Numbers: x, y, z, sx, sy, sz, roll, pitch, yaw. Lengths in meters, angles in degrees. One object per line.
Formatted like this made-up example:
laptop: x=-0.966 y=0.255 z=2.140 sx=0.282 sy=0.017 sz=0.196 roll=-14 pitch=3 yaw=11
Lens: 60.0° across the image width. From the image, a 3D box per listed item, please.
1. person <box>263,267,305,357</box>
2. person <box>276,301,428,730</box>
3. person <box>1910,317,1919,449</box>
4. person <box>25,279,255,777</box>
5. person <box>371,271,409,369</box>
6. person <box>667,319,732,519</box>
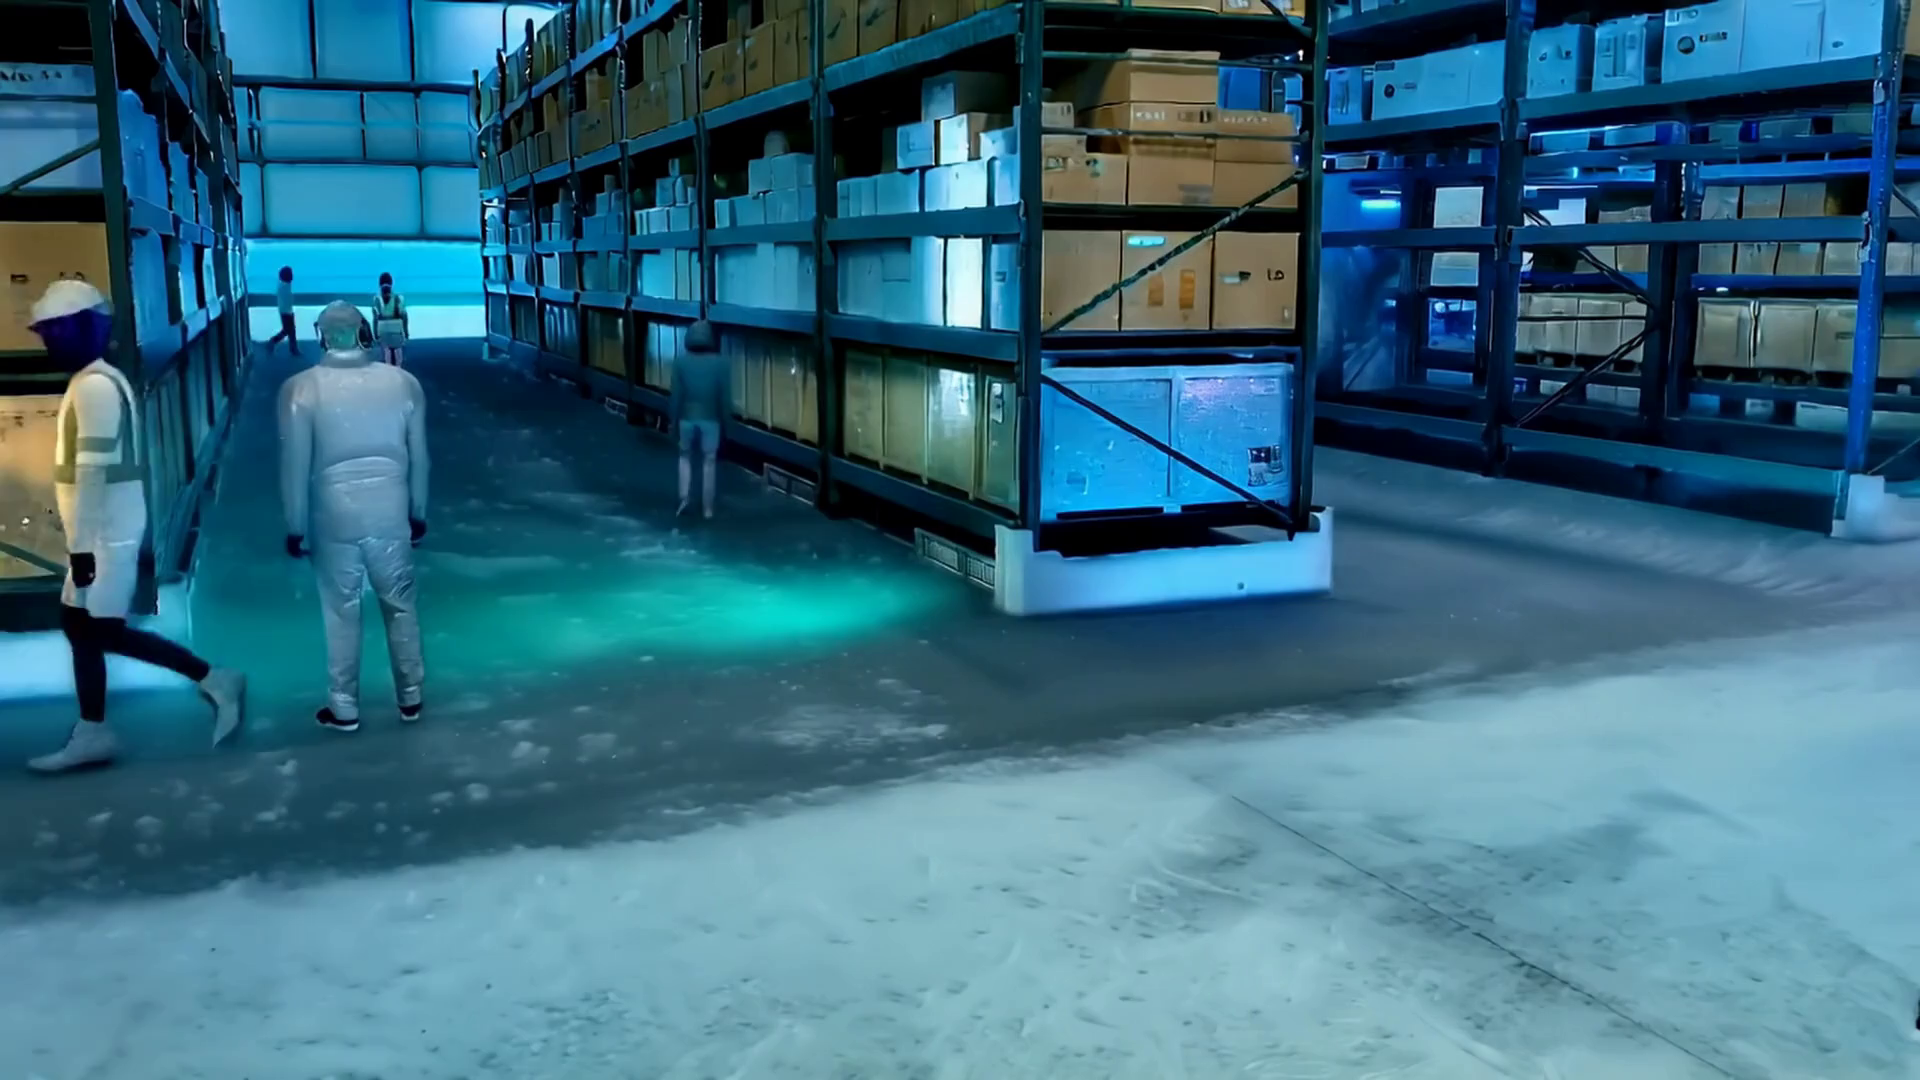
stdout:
person: x=-14.853 y=-4.979 z=36.422 sx=0.750 sy=1.973 sz=0.621 roll=-4 pitch=10 yaw=-24
person: x=-2.704 y=-0.109 z=7.440 sx=0.642 sy=1.905 sz=0.401 roll=-6 pitch=11 yaw=-34
person: x=10.201 y=-1.742 z=17.171 sx=0.581 sy=1.915 sz=0.679 roll=-4 pitch=10 yaw=-20
person: x=-3.414 y=-0.053 z=6.796 sx=0.799 sy=2.011 sz=0.631 roll=-5 pitch=11 yaw=-28
person: x=-9.490 y=-3.505 z=27.729 sx=0.581 sy=1.916 sz=0.639 roll=-4 pitch=10 yaw=-22
person: x=-2.092 y=-0.962 z=13.389 sx=0.508 sy=1.621 sz=0.352 roll=-1 pitch=9 yaw=-4
